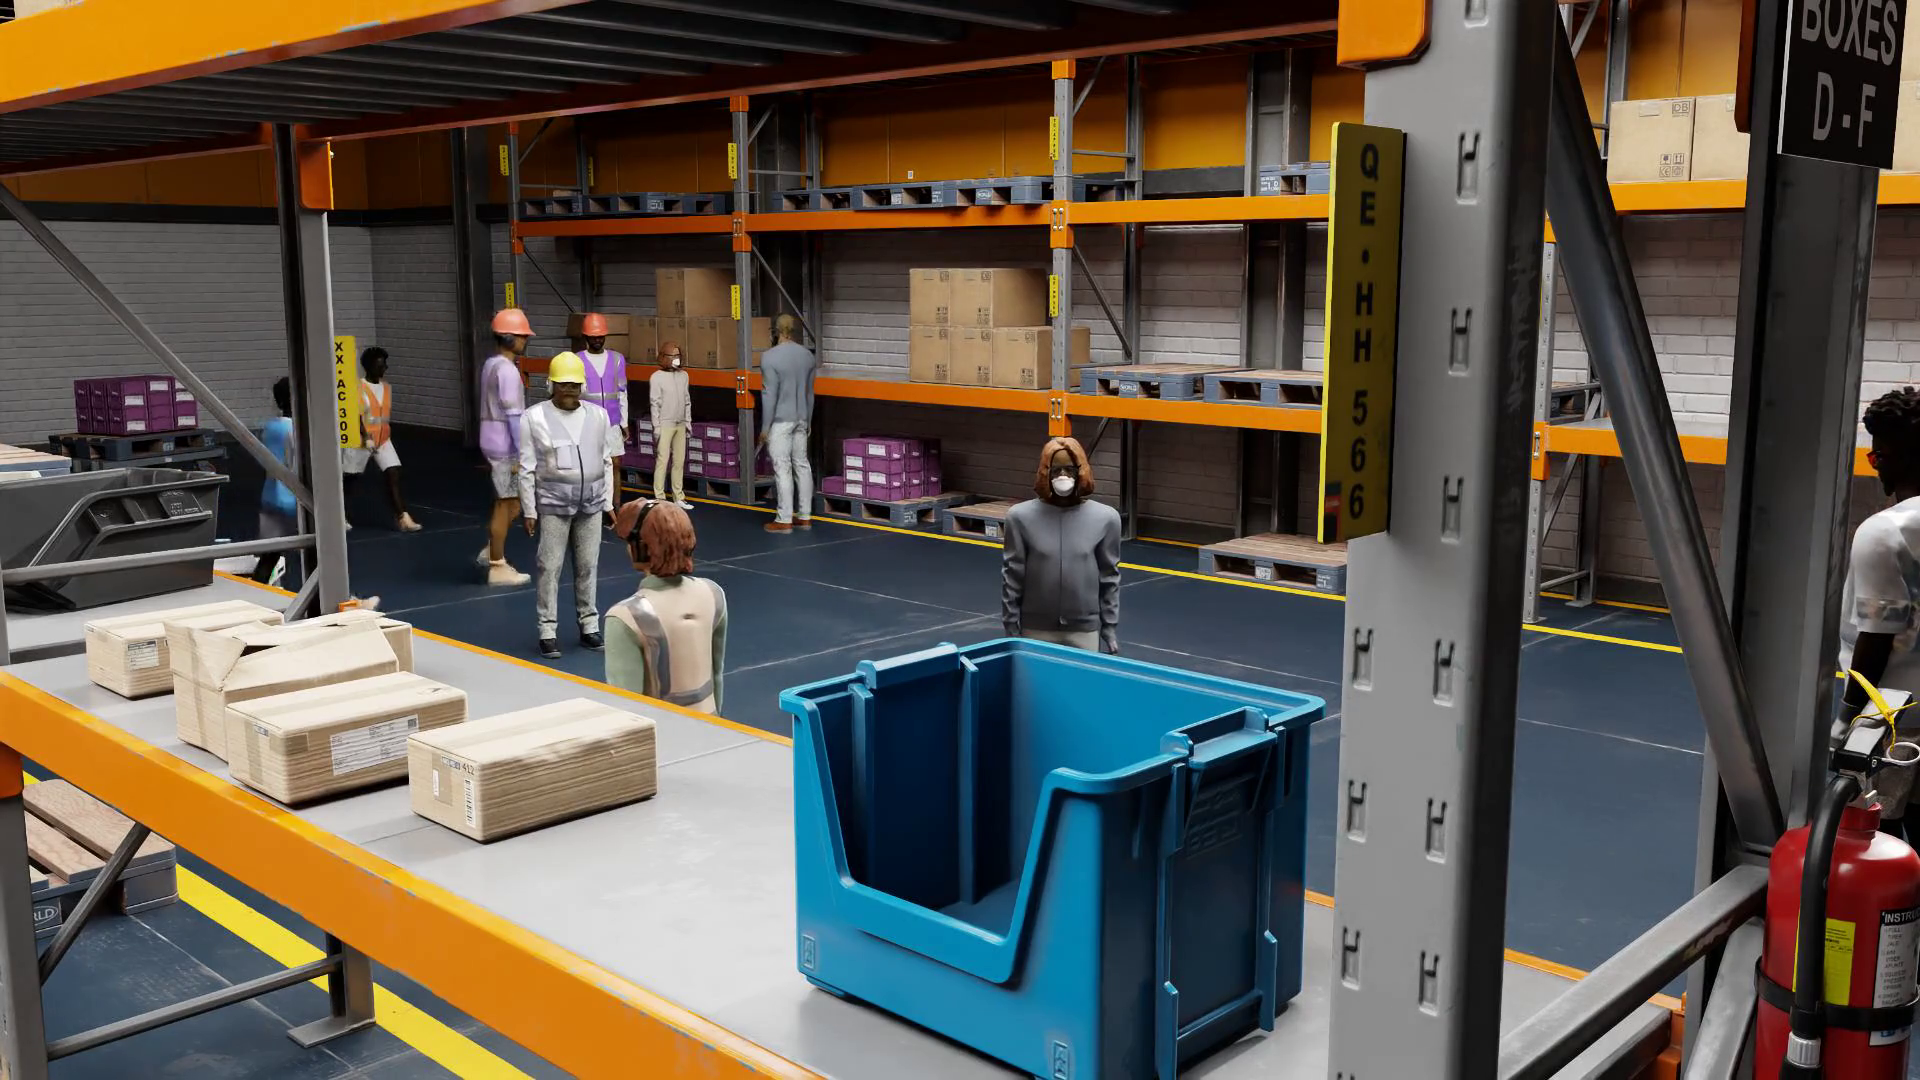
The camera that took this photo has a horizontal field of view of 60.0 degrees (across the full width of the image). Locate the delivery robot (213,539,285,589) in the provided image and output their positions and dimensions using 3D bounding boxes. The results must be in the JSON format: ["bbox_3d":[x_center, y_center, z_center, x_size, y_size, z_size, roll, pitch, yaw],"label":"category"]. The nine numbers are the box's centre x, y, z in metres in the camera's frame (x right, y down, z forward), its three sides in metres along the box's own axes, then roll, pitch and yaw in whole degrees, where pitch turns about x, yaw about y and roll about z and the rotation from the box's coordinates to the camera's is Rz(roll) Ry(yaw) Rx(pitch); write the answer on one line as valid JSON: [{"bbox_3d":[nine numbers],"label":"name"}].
[{"bbox_3d":[-4.786,0.235,10.830,0.707,0.478,0.477,-2,9,-9],"label":"delivery robot"}]

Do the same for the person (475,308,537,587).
[{"bbox_3d":[-3.286,-0.665,12.116,0.458,2.025,0.635,-4,10,-21],"label":"person"}]

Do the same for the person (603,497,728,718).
[{"bbox_3d":[-0.886,0.685,5.036,0.310,1.642,0.514,5,11,29],"label":"person"}]

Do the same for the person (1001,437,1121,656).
[{"bbox_3d":[0.417,0.384,6.902,0.497,1.633,0.285,0,9,-2],"label":"person"}]

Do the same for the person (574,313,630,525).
[{"bbox_3d":[-3.241,-1.067,14.931,0.543,1.925,0.399,-5,10,-26],"label":"person"}]

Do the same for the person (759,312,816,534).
[{"bbox_3d":[-1.520,-1.025,14.613,0.356,1.936,0.635,7,12,37],"label":"person"}]

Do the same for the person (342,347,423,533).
[{"bbox_3d":[-5.199,-0.874,14.594,0.924,1.645,0.532,5,11,30],"label":"person"}]

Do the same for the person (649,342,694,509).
[{"bbox_3d":[-2.756,-1.076,15.886,0.281,1.624,0.493,6,11,33],"label":"person"}]

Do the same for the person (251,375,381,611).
[{"bbox_3d":[-4.199,-0.226,10.587,0.538,1.643,0.899,7,11,36],"label":"person"}]

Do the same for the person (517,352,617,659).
[{"bbox_3d":[-2.335,-0.212,9.959,0.599,1.827,0.403,-7,11,-35],"label":"person"}]

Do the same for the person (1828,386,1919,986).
[{"bbox_3d":[2.920,0.504,5.173,0.602,1.959,0.371,-5,11,-30],"label":"person"}]
